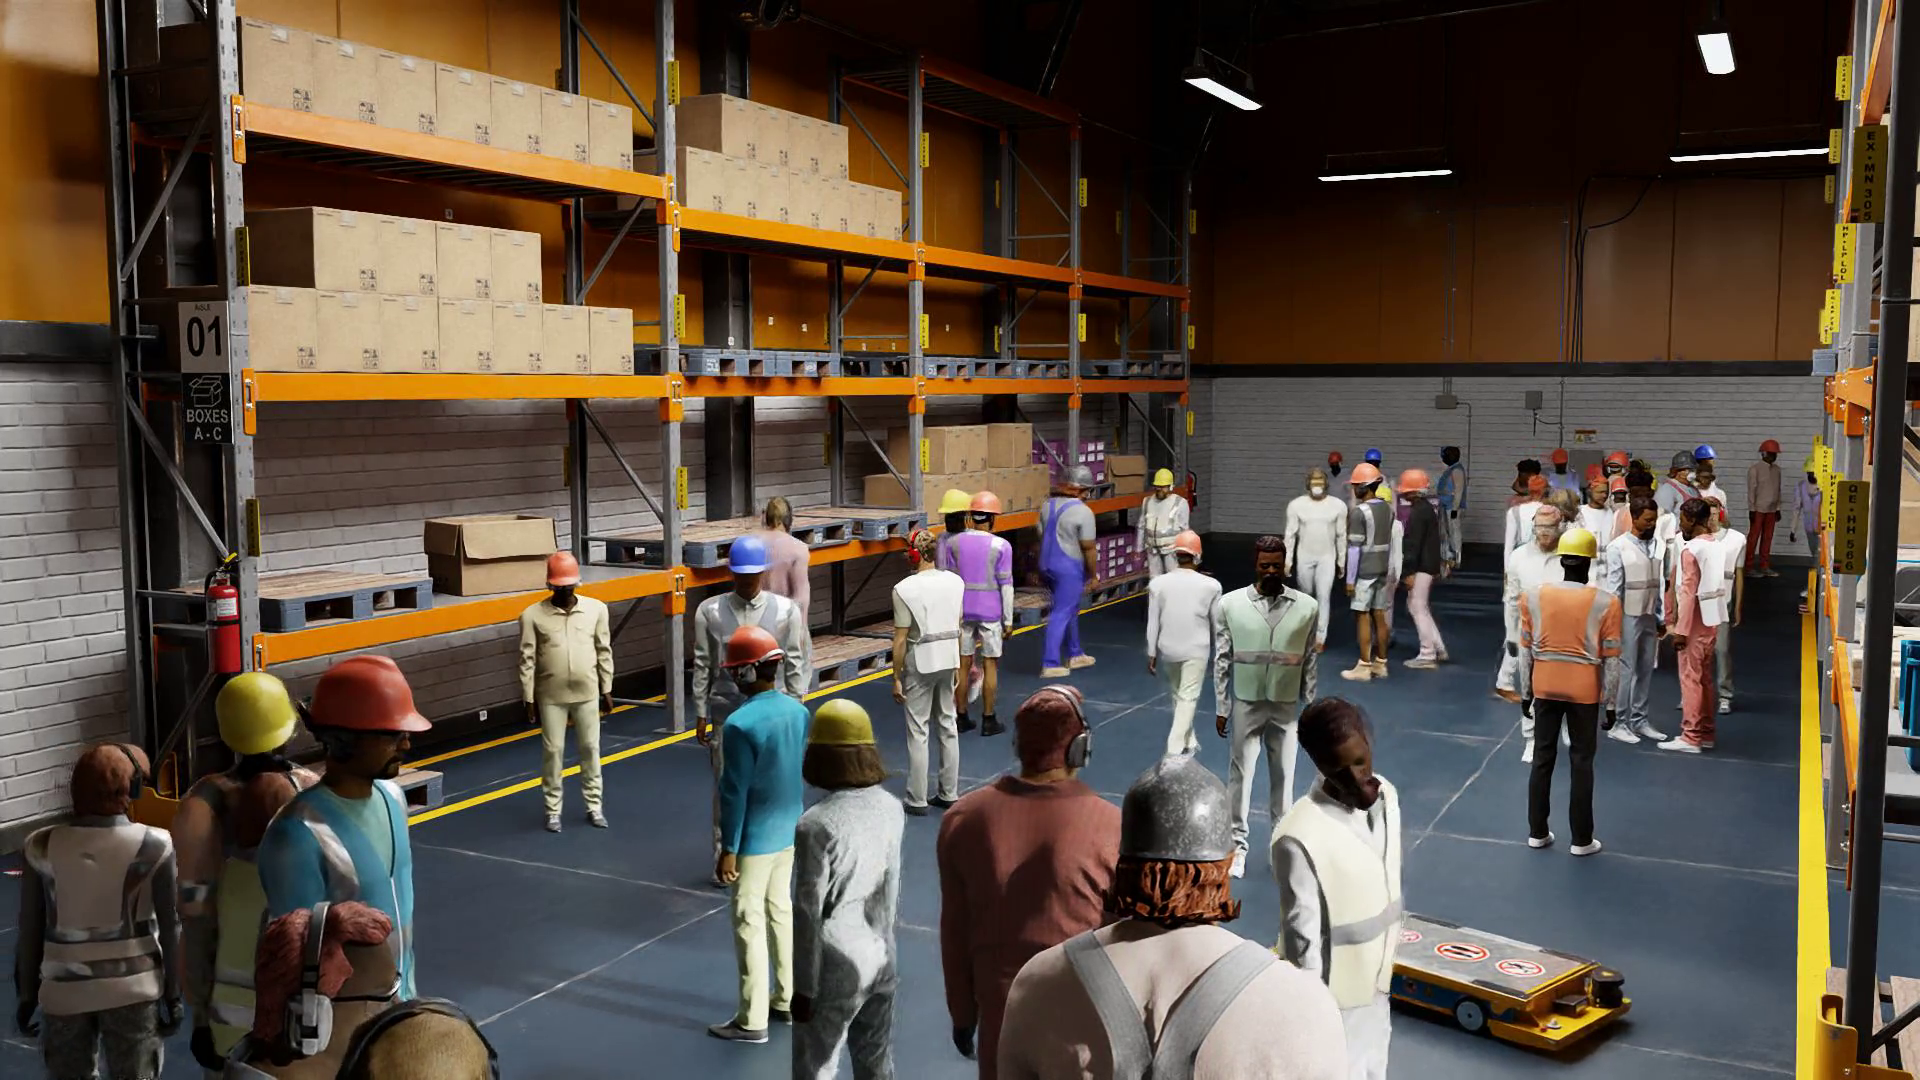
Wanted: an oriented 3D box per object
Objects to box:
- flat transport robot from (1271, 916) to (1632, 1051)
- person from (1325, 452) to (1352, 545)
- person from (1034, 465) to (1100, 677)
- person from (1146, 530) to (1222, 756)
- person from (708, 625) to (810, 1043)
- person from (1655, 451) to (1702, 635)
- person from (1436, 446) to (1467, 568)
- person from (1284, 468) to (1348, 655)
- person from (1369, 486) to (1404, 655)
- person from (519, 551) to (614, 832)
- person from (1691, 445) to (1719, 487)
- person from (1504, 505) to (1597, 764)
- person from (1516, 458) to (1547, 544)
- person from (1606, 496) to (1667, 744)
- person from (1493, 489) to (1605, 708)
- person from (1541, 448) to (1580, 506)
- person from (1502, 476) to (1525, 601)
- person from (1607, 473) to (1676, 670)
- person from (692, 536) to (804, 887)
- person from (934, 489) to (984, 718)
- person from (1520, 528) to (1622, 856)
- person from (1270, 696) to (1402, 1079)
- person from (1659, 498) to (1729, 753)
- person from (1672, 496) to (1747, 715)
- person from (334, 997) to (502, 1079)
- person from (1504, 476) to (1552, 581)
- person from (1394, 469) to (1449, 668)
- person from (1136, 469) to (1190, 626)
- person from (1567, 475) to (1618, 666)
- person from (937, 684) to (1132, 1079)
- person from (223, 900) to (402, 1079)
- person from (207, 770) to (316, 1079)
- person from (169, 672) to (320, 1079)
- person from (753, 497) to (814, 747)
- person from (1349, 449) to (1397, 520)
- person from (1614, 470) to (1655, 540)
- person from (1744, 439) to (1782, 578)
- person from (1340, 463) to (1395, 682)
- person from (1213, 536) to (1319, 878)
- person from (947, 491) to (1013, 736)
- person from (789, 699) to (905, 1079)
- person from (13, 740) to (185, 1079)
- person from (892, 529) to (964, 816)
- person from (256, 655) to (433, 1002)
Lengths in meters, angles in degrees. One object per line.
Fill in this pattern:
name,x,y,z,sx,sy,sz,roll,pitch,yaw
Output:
flat transport robot,2.170,1.918,7.454,0.652,0.197,1.431,-5,7,-42
person,5.815,-0.501,25.826,0.566,1.710,0.870,3,6,33
person,1.090,0.269,15.787,0.885,2.000,0.695,-3,6,-31
person,1.625,0.784,12.009,0.567,1.716,0.892,3,6,28
person,-0.860,1.229,7.058,0.354,1.737,0.578,2,6,24
person,7.997,0.029,18.364,0.688,2.000,0.538,-5,7,-40
person,7.383,-0.490,25.007,0.429,1.841,0.634,1,5,8
person,3.708,0.195,17.323,0.642,1.912,0.924,1,5,13
person,4.276,0.312,17.019,0.539,1.716,0.914,2,6,25
person,-2.421,0.931,10.269,0.575,1.738,0.354,-2,6,-24
person,9.971,-0.301,22.397,0.607,1.951,0.378,-5,7,-43
person,4.330,0.677,12.221,0.656,1.886,0.600,3,6,27
person,6.265,0.083,18.249,0.371,1.959,0.606,2,6,16
person,5.215,0.608,12.855,0.599,1.909,0.401,-3,6,-31
person,5.066,0.508,14.142,1.076,1.874,0.651,4,7,40
person,8.306,-0.341,23.144,0.539,1.910,0.753,0,5,1
person,7.106,-0.018,21.100,0.506,1.628,0.277,-5,7,-42
person,6.592,0.306,16.097,0.600,1.912,0.396,1,5,8
person,-1.165,0.938,9.133,0.611,1.938,0.412,-1,5,-8
person,0.020,0.522,13.778,0.594,1.905,0.623,5,7,44
person,3.591,0.888,9.800,0.581,1.919,0.394,4,6,34
person,1.139,1.364,4.958,0.352,1.872,0.754,4,7,37
person,5.557,0.640,12.521,0.401,1.908,0.597,5,7,42
person,6.282,0.539,13.973,0.563,1.834,0.372,3,6,32
person,-0.759,1.574,2.354,0.628,1.930,0.369,-5,7,-41
person,5.900,0.261,16.981,0.578,1.829,1.030,3,6,31
person,4.436,0.280,16.118,0.480,1.952,0.646,2,6,23
person,2.297,0.099,18.821,0.612,1.818,0.414,4,7,35
person,6.200,0.306,16.279,0.581,1.878,0.341,0,5,-5
person,0.270,1.360,4.766,0.650,1.906,0.404,2,6,24
person,-1.069,1.547,2.808,0.400,1.900,0.646,0,5,-5
person,-2.028,1.488,4.880,0.559,1.626,0.336,3,6,33
person,-2.167,1.330,5.100,0.437,1.899,0.663,2,6,16
person,-1.354,0.632,12.499,0.647,1.915,0.598,3,6,28
person,5.310,-0.203,21.385,0.603,1.942,0.399,1,5,13
person,6.343,0.314,15.687,0.361,1.963,0.612,2,6,18
person,11.532,-0.448,23.808,0.613,1.985,0.412,-3,6,-25
person,3.774,0.304,15.470,0.609,2.039,0.398,-5,7,-42
person,1.719,0.927,9.348,0.593,1.920,0.391,0,5,-2
person,0.170,0.578,13.089,0.549,1.927,0.393,2,6,24
person,-0.386,1.382,5.440,0.333,1.733,0.505,4,7,39
person,-2.723,1.457,5.282,0.529,1.612,0.389,-1,5,-6
person,-0.199,0.849,10.647,0.560,1.836,0.394,-5,7,-41
person,-1.629,1.321,4.531,0.407,2.030,0.621,1,5,10
